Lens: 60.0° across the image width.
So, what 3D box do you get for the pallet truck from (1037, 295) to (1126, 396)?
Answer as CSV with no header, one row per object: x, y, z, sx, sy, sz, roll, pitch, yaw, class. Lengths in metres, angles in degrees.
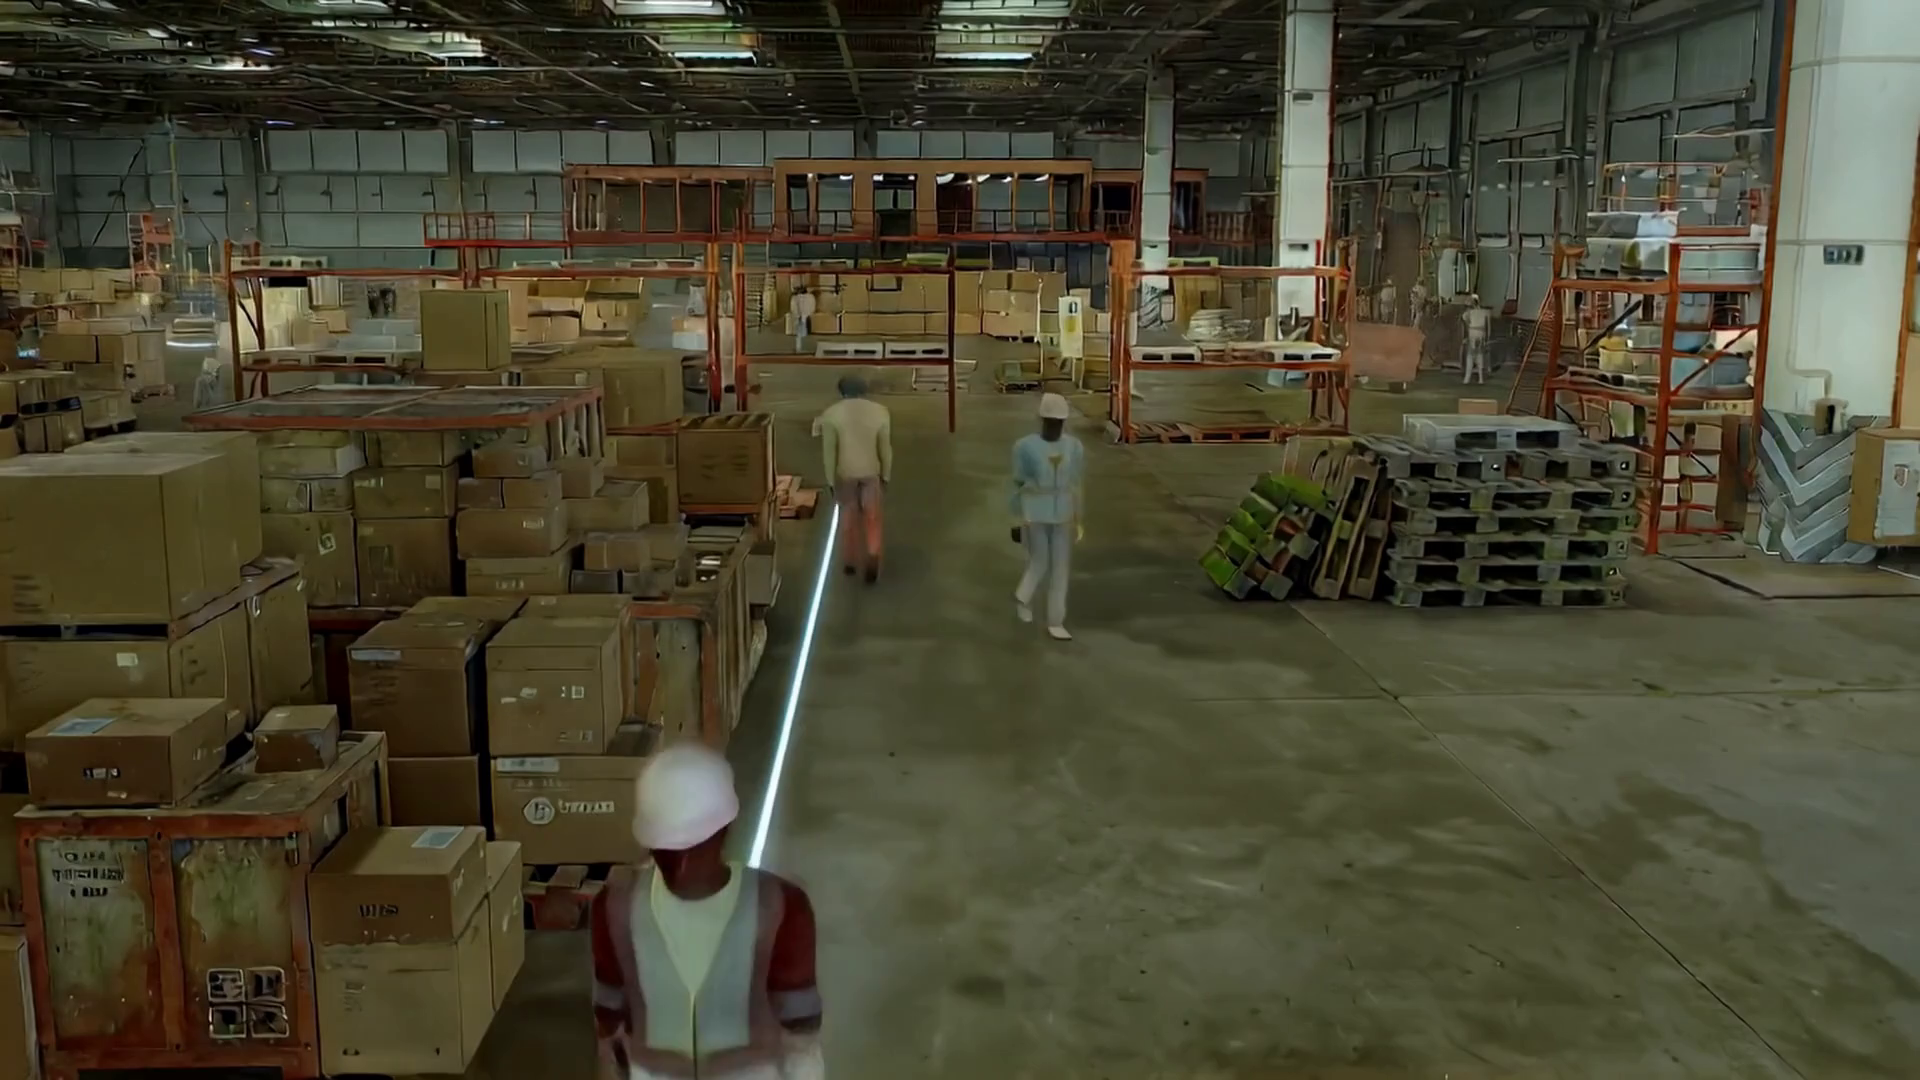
2.483,-3.881,33.060,1.885,1.965,0.823,-7,13,-36,pallet truck

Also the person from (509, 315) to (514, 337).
-10.849,-4.954,39.313,0.603,1.899,0.689,3,11,16,person

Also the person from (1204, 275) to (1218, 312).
10.794,-10.781,71.539,0.612,1.986,0.407,3,11,17,person

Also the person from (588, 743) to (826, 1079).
-0.588,1.411,3.832,0.570,1.898,0.896,0,10,-1,person

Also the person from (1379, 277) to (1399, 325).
13.496,-7.303,52.354,0.600,1.914,0.616,3,11,17,person

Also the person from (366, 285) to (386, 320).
-16.478,-6.308,47.086,0.542,1.829,0.834,5,11,27,person

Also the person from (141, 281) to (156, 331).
-23.425,-6.489,47.819,0.626,1.922,0.689,-3,11,-18,person

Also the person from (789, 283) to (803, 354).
-4.365,-5.867,44.334,0.369,1.933,0.626,-3,11,-16,person

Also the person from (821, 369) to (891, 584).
-0.913,-0.569,14.851,0.635,1.912,0.914,-2,10,-12,person

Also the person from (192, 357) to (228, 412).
-9.226,-1.450,20.549,0.363,1.621,0.537,3,11,14,person

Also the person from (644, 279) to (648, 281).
-10.119,-7.499,53.640,0.505,1.847,0.344,5,11,25,person

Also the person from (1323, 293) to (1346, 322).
9.288,-5.295,41.420,0.634,1.829,0.484,7,12,33,person

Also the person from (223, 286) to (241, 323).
-18.798,-5.578,42.762,0.564,1.902,0.858,10,14,43,person

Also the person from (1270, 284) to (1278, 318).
10.114,-7.256,52.648,0.849,1.702,0.510,-3,11,-17,person

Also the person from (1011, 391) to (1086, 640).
0.667,-0.201,12.808,0.600,1.909,0.557,-4,11,-20,person

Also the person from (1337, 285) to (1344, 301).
10.543,-6.276,46.887,0.611,1.819,0.648,-5,11,-27,person

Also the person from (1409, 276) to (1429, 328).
14.883,-7.596,53.931,0.608,1.939,0.417,1,10,8,person

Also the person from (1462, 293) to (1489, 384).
11.041,-4.319,35.668,0.552,1.936,0.358,1,10,4,person

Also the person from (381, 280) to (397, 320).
-17.795,-7.182,51.871,0.513,1.853,0.510,2,10,9,person
